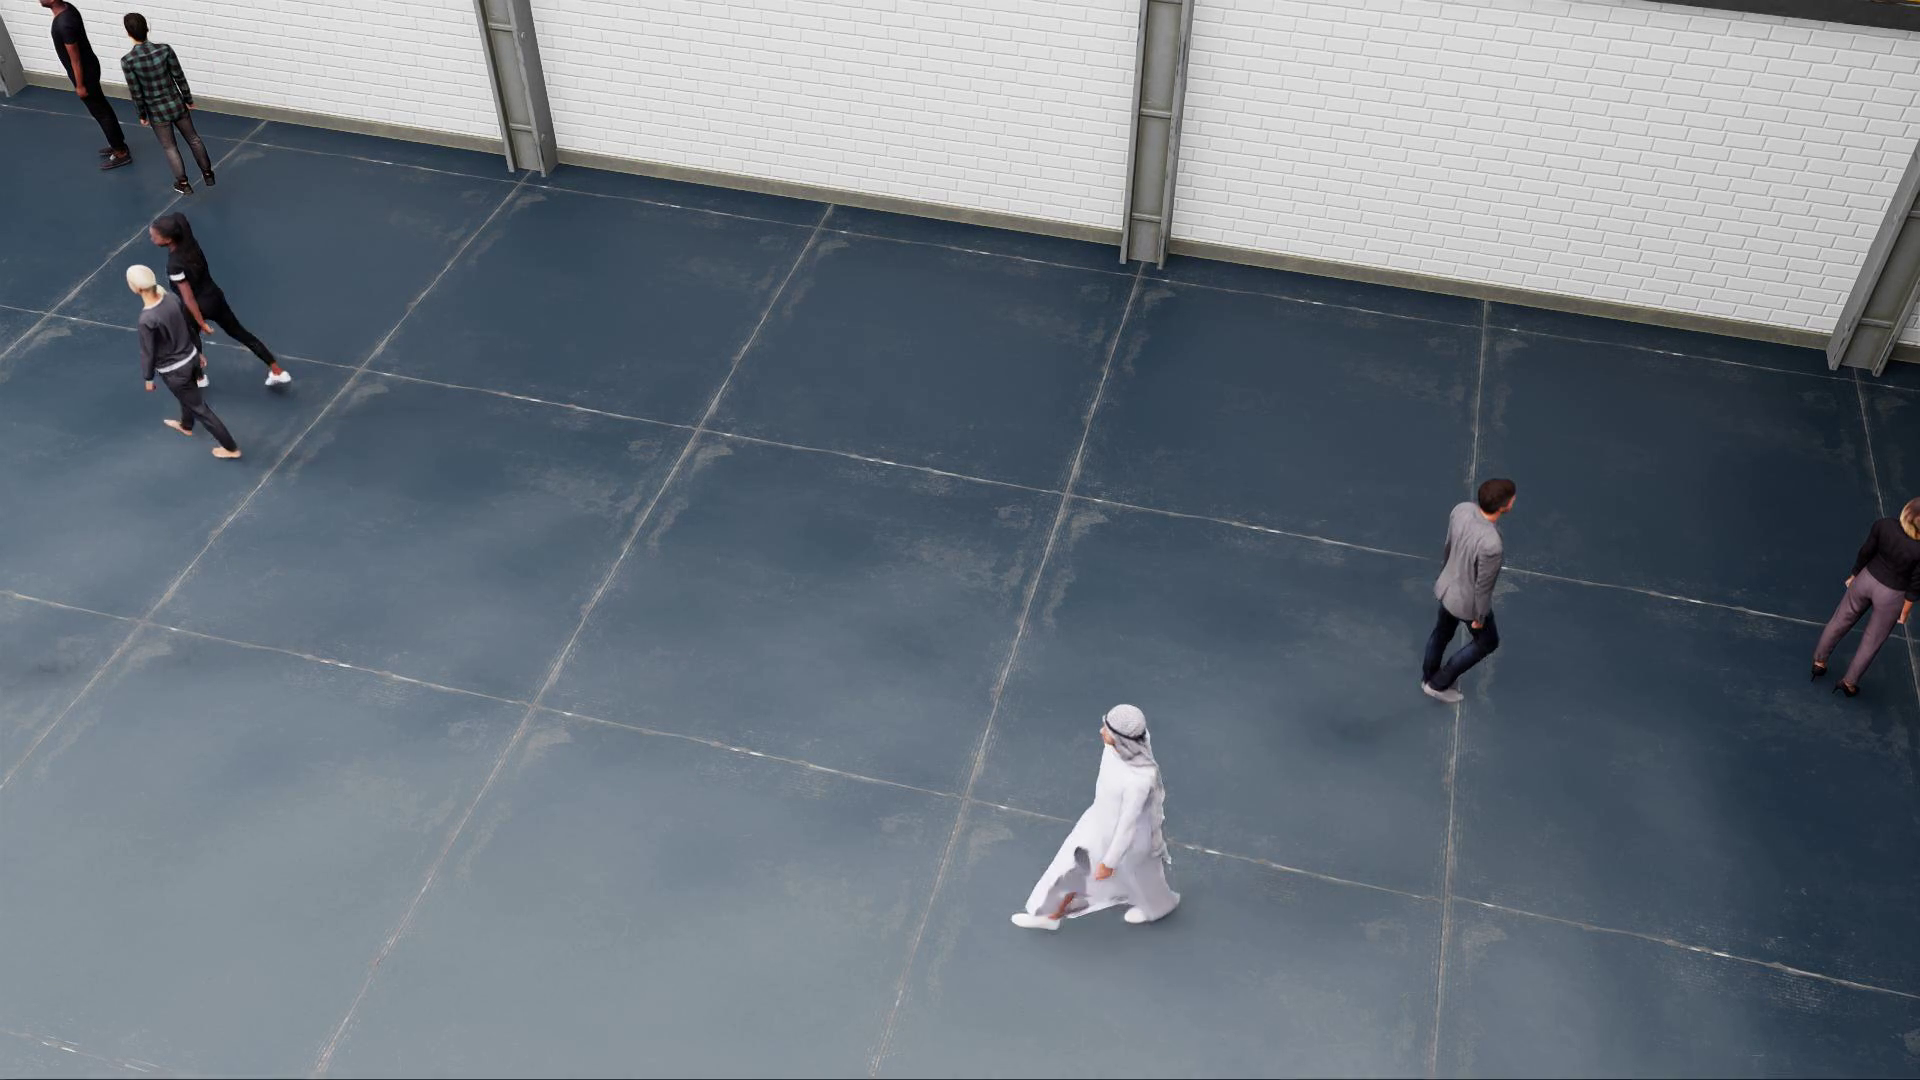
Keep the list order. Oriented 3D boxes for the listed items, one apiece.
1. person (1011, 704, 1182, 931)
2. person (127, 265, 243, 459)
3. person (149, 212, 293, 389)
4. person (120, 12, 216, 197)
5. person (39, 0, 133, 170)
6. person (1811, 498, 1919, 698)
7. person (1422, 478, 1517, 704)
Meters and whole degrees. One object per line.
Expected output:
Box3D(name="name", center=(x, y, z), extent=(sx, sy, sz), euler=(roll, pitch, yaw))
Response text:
Box3D(name="person", center=(0.988, 1.596, 9.286), extent=(1.356, 1.881, 1.123), euler=(-11, 45, -11))
Box3D(name="person", center=(-5.800, -1.301, 12.467), extent=(0.964, 1.689, 0.608), euler=(10, 45, 11))
Box3D(name="person", center=(-5.826, -1.817, 13.012), extent=(1.250, 1.683, 0.781), euler=(5, 44, 5))
Box3D(name="person", center=(-7.147, -3.932, 14.953), extent=(0.750, 1.715, 0.732), euler=(-31, 51, -28))
Box3D(name="person", center=(-8.209, -4.376, 15.599), extent=(0.775, 1.820, 0.751), euler=(-15, 46, -15))
Box3D(name="person", center=(5.912, 0.364, 10.733), extent=(0.743, 1.670, 0.675), euler=(-24, 48, -23))
Box3D(name="person", center=(3.155, 0.365, 10.590), extent=(0.842, 1.865, 0.820), euler=(-12, 45, -12))
